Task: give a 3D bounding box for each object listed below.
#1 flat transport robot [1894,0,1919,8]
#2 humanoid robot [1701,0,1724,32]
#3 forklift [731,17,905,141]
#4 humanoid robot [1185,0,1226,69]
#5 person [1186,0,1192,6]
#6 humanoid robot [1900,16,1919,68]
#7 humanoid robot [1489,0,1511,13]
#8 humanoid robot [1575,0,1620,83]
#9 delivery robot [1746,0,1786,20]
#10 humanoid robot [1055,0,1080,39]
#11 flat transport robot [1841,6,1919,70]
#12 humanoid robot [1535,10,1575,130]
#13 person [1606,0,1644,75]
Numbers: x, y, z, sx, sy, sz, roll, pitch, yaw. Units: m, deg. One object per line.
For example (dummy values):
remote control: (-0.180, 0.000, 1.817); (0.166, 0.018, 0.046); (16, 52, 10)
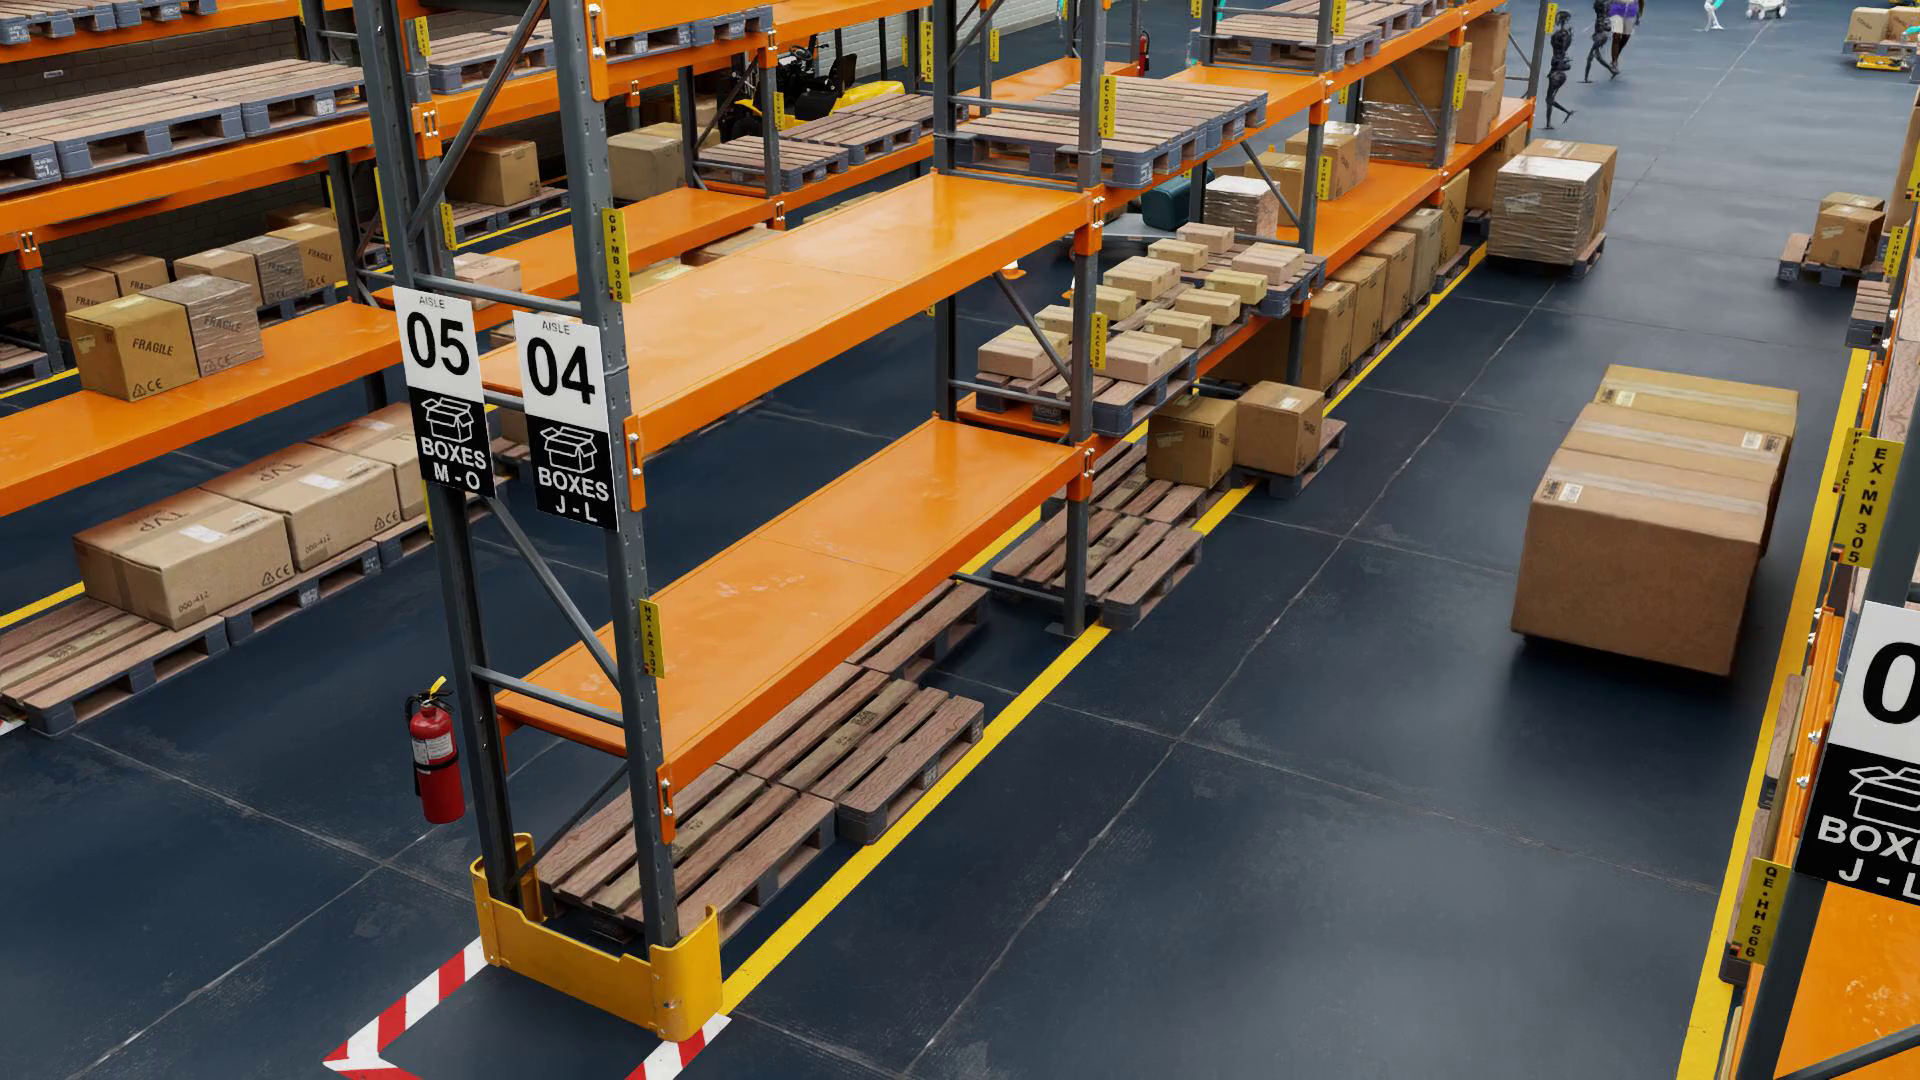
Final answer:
flat transport robot: (20.044, -11.183, 34.579); (0.659, 0.231, 1.431); (4, 26, 8)
humanoid robot: (14.474, -10.525, 31.644); (0.810, 1.877, 0.530); (3, 26, 6)
forklift: (-1.819, -5.975, 21.543); (2.313, 2.155, 1.214); (14, 29, 26)
humanoid robot: (3.726, -7.847, 25.972); (0.881, 1.772, 0.560); (12, 28, 24)
person: (4.884, -11.900, 34.174); (0.629, 1.920, 0.453); (3, 26, 7)
humanoid robot: (16.039, -8.639, 27.640); (0.531, 1.757, 0.976); (-16, 30, -30)
humanoid robot: (10.276, -10.719, 31.974); (1.051, 1.762, 0.547); (-6, 26, -13)
humanoid robot: (10.372, -8.192, 26.775); (0.659, 1.631, 0.609); (5, 26, 11)
delivery robot: (16.145, -10.739, 33.313); (0.765, 0.583, 0.499); (-16, 30, -29)
humanoid robot: (1.949, -9.991, 30.396); (0.542, 1.776, 0.748); (12, 28, 23)
flat transport robot: (15.799, -8.257, 28.500); (0.659, 0.231, 1.431); (15, 29, 28)
humanoid robot: (8.532, -6.647, 23.542); (0.480, 1.644, 0.611); (4, 26, 9)
person: (11.044, -8.789, 27.687); (0.613, 1.936, 0.876); (3, 26, 7)
